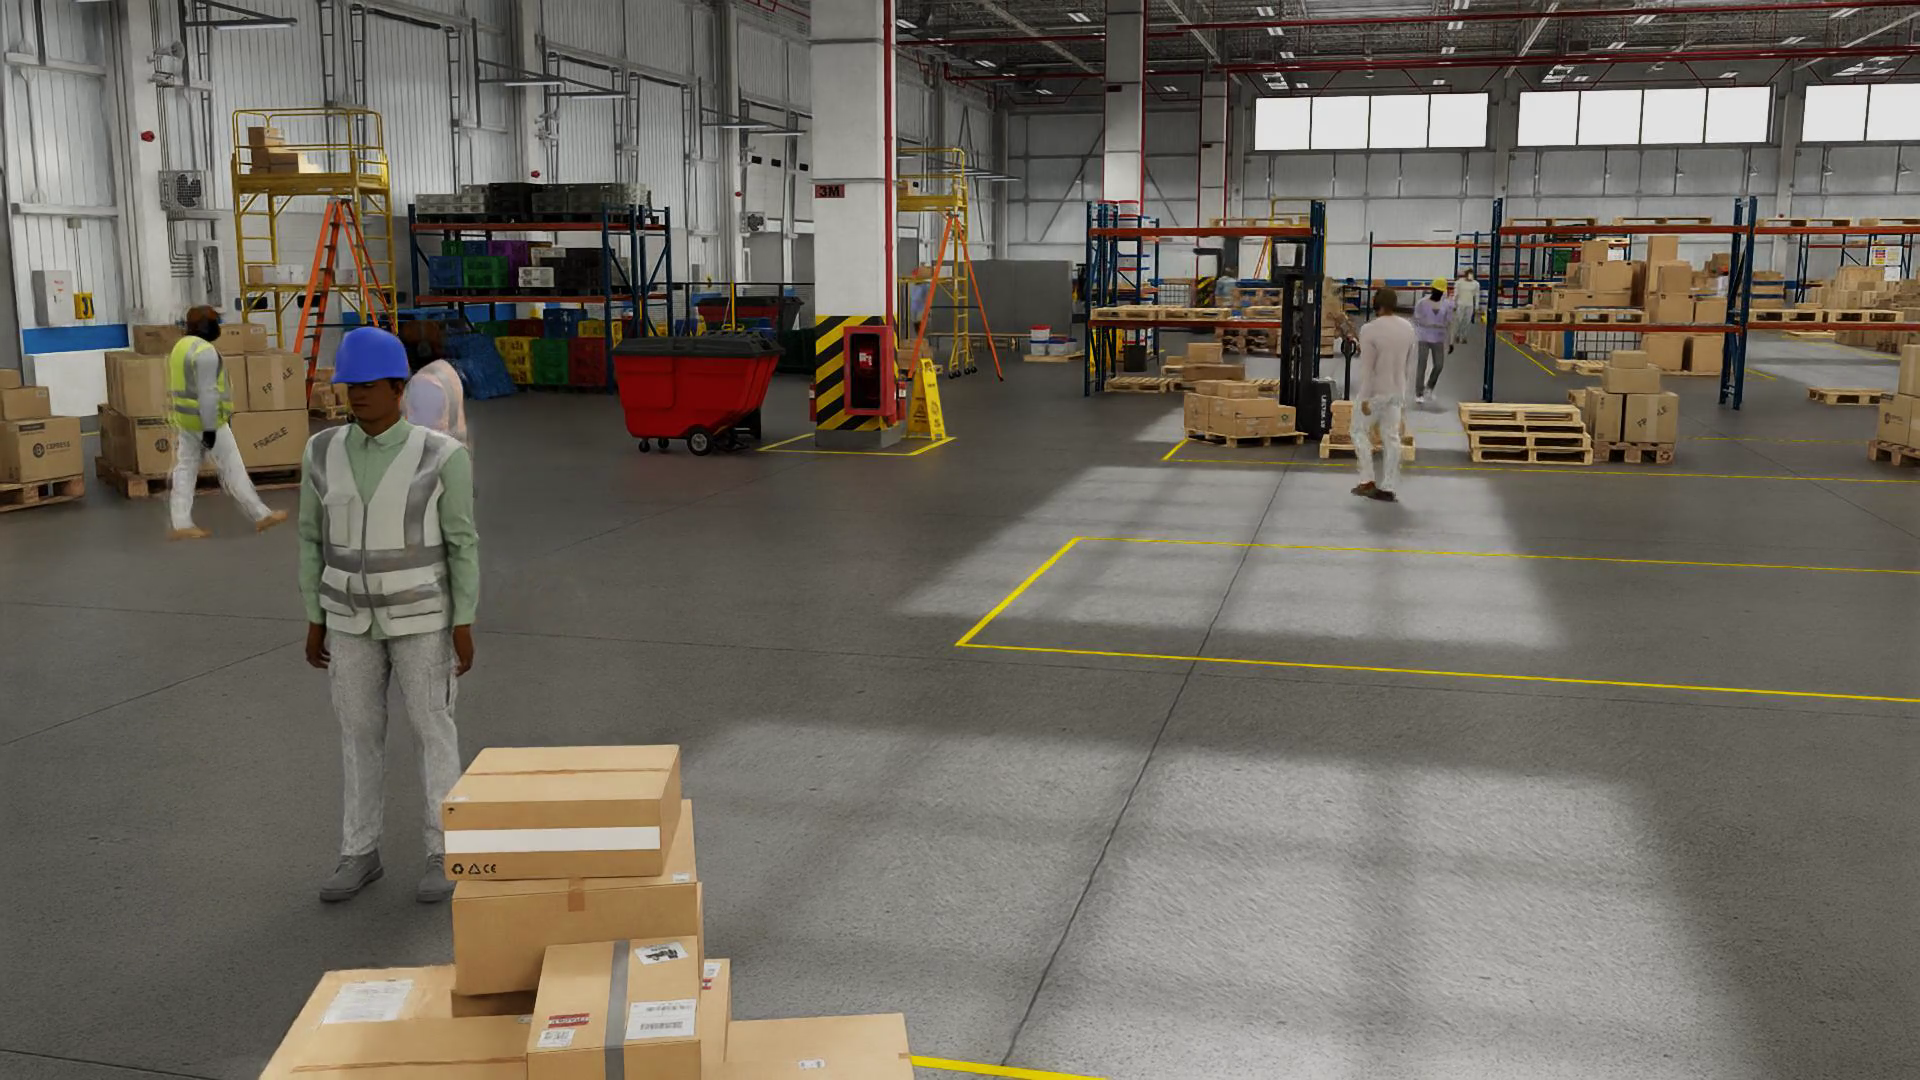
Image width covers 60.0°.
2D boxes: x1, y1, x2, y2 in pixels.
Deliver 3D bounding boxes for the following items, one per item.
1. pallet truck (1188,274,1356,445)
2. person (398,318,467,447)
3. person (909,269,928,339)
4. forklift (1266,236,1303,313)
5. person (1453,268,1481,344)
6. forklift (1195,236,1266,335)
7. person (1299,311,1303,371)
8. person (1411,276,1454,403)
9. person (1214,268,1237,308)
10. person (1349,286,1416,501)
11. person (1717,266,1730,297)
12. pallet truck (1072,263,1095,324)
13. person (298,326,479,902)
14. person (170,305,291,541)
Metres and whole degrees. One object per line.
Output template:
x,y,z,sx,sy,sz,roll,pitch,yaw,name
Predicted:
3.653,-2.138,19.590,1.885,1.965,0.823,-4,10,-20,pallet truck
-3.084,-0.362,9.632,0.454,1.826,0.627,-2,10,-12,person
-1.053,-5.425,39.243,0.550,1.884,0.988,4,10,21,person
9.645,-7.613,49.231,1.129,2.768,1.873,-1,10,-8,forklift
12.747,-5.879,41.878,0.645,1.908,0.504,1,10,4,person
7.603,-7.140,46.443,1.873,2.768,1.129,2,10,14,forklift
6.730,-4.102,31.921,0.485,1.739,0.320,-8,13,-40,person
7.039,-2.979,24.841,0.690,1.891,0.481,0,10,1,person
7.329,-6.514,45.678,0.672,1.895,0.497,-5,11,-28,person
3.763,-1.313,14.953,0.644,1.916,0.597,-4,11,-23,person
23.972,-7.594,51.947,0.780,1.913,0.571,-1,10,-6,person
4.325,-8.180,55.162,0.823,1.965,1.885,6,11,31,pallet truck
-1.928,0.259,5.617,0.602,1.949,0.395,1,10,4,person
-5.752,-0.911,12.933,0.659,1.798,0.919,9,13,43,person
